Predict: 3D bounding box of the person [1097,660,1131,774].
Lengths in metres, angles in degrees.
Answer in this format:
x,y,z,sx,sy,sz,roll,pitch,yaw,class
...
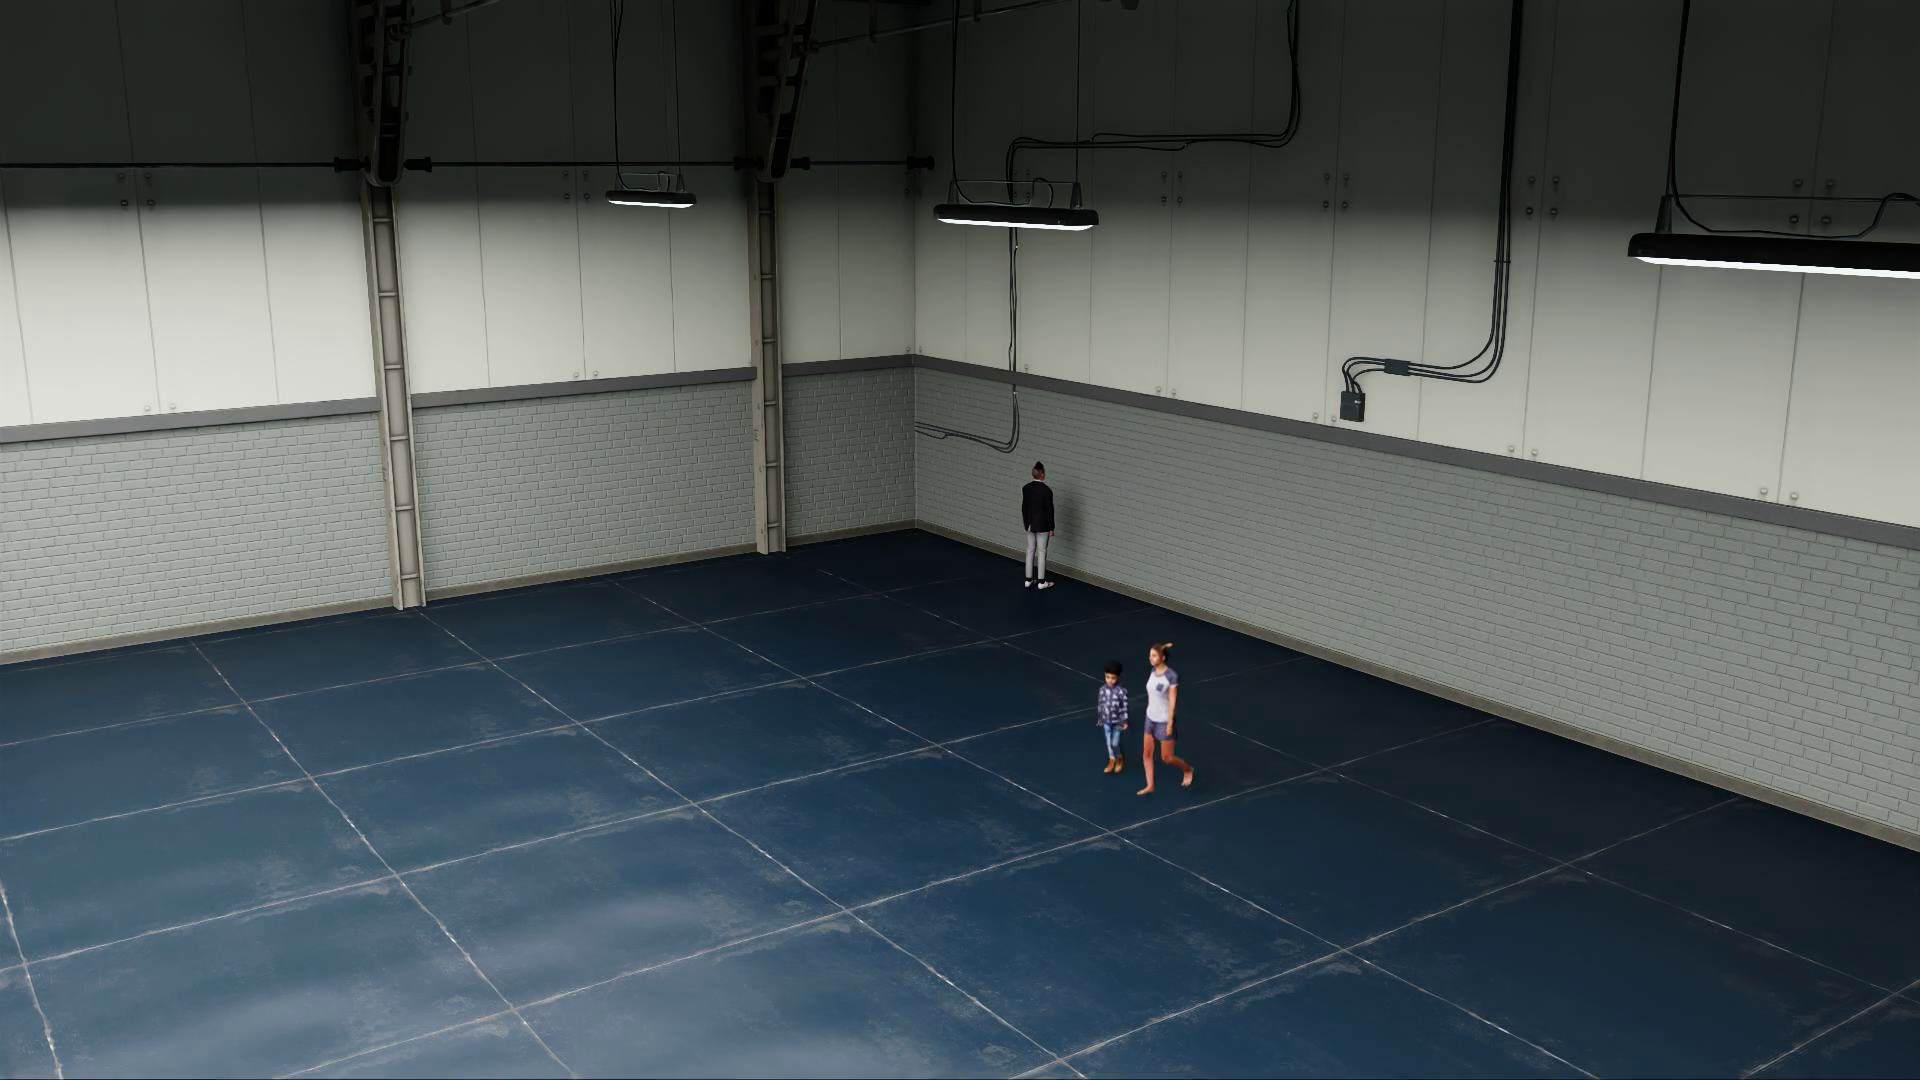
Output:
x,y,z,sx,sy,sz,roll,pitch,yaw,class
1.659,1.865,17.669,0.598,1.242,0.633,9,16,33,person

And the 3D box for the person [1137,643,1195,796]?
x,y,z,sx,sy,sz,roll,pitch,yaw,class
2.115,1.838,16.982,0.813,1.605,0.551,-9,16,-34,person

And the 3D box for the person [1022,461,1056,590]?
x,y,z,sx,sy,sz,roll,pitch,yaw,class
1.174,-0.249,25.230,0.777,1.950,0.699,10,16,36,person
